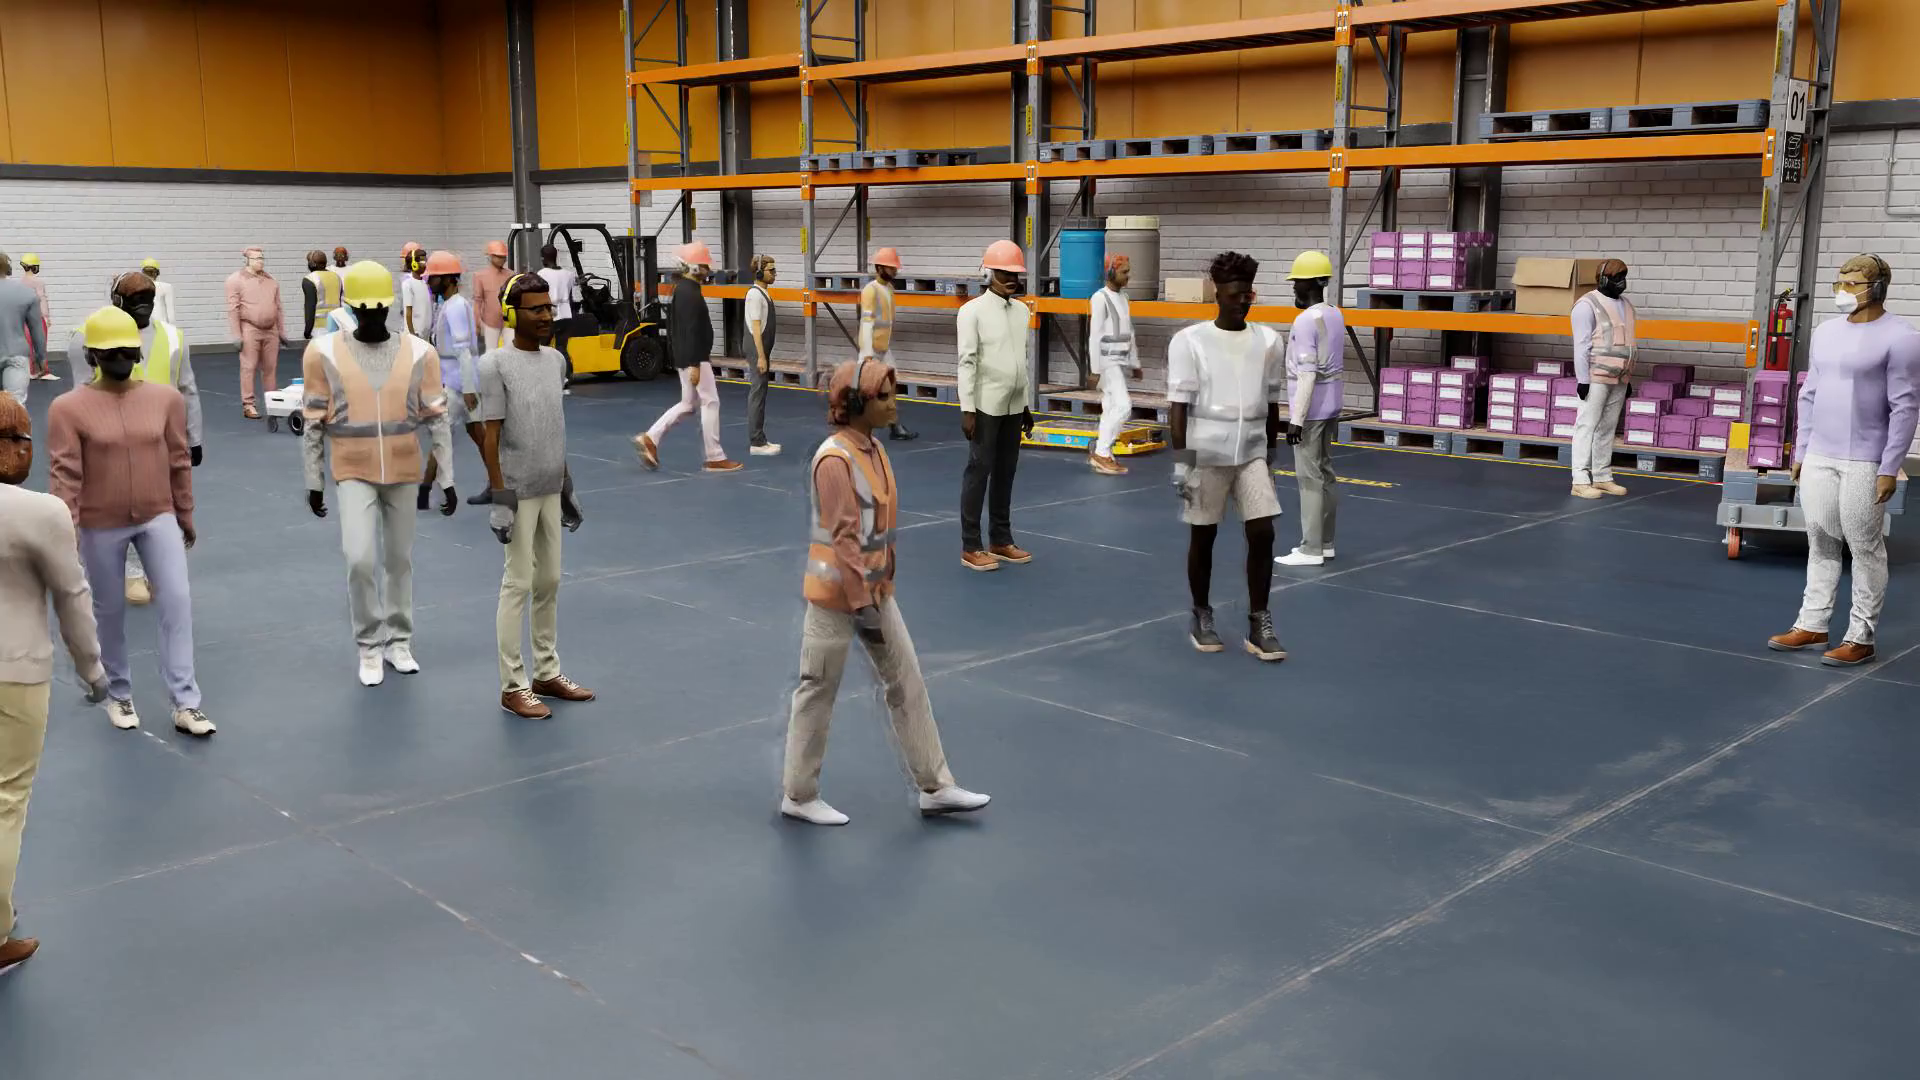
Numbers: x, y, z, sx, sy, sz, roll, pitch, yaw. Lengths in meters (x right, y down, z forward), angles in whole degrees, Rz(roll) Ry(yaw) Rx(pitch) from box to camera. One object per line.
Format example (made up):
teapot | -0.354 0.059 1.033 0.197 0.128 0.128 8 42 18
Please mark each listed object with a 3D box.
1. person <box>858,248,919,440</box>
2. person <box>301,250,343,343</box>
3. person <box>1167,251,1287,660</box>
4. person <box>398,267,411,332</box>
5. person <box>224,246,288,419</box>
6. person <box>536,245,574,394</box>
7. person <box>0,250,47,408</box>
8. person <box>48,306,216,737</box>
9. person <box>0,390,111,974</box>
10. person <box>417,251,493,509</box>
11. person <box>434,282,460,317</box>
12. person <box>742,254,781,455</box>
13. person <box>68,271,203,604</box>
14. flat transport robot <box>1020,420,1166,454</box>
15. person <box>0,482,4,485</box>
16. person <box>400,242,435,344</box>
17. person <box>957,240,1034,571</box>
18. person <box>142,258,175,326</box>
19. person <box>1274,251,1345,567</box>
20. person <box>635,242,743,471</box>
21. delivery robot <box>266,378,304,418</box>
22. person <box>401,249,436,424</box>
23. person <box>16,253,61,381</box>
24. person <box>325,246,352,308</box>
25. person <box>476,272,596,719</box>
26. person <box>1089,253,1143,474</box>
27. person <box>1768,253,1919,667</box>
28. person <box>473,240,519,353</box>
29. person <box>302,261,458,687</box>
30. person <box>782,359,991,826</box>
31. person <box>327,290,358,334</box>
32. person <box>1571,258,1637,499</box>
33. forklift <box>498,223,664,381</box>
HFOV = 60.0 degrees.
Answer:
person | -0.744 -1.886 16.261 0.713 1.902 0.569 5 11 24
person | -7.909 -2.663 20.611 0.429 1.842 0.632 3 11 17
person | 1.302 -0.383 7.905 0.616 1.944 0.714 -2 11 -12
person | -8.888 -3.760 26.975 0.486 1.709 0.810 1 10 5
person | -7.807 -2.310 18.511 0.408 1.907 0.645 7 12 32
person | -5.152 -2.791 21.141 0.465 1.898 0.626 7 12 32
person | -8.351 -1.579 14.560 0.650 1.885 0.997 -5 12 -27
person | -3.312 -0.054 6.661 0.549 1.734 0.770 -9 14 -41
person | -2.668 0.387 4.629 0.510 1.604 0.578 1 10 3
person | -3.837 -1.175 12.337 0.940 1.892 0.593 -3 11 -13
person | -9.099 -4.218 29.486 0.318 1.697 0.535 8 13 36
person | -1.833 -1.712 15.411 0.351 1.847 0.507 0 10 -1
person | -4.468 -0.547 9.109 0.500 1.825 0.650 9 14 41
flat transport robot | 1.170 -0.985 15.743 1.431 0.197 0.652 7 13 35
person | -6.778 -0.924 11.104 0.756 1.853 0.513 1 10 7
person | -6.401 -2.529 19.616 0.368 1.934 0.551 3 11 16
person | 0.237 -0.817 10.132 0.399 1.989 0.623 9 14 41
person | -10.687 -2.872 22.080 0.548 1.710 0.925 -2 11 -12
person | 2.143 -0.799 10.210 0.381 1.924 0.593 6 12 31
person | -2.344 -1.551 14.207 0.825 1.972 0.632 -4 11 -22
delivery robot | -6.774 -1.415 17.057 0.707 0.478 0.477 6 12 28
person | -5.815 -2.195 17.969 0.324 1.876 0.526 0 10 3
person | -12.916 -3.106 23.230 0.523 1.769 0.313 4 11 20
person | -9.708 -3.693 26.180 0.578 1.859 0.726 -2 11 -9
person | -1.799 -0.192 7.057 0.328 1.872 0.514 5 11 24
person | 1.331 -1.475 14.045 0.451 1.868 0.589 5 11 24
person | 4.204 -0.375 7.871 0.372 1.940 0.631 -4 11 -19
person | -5.685 -2.686 20.400 0.626 1.970 0.858 -7 13 -34
person | -2.617 -0.297 7.529 0.623 1.897 0.583 -6 12 -28
person | -0.268 0.207 5.608 0.794 1.607 0.520 4 11 19
person | -5.708 -1.636 15.669 0.521 1.600 0.748 -10 14 -42
person | 5.003 -1.249 12.900 0.627 1.844 0.429 -7 12 -33
forklift | -5.316 -3.263 22.920 2.313 2.155 1.214 -10 14 -44
